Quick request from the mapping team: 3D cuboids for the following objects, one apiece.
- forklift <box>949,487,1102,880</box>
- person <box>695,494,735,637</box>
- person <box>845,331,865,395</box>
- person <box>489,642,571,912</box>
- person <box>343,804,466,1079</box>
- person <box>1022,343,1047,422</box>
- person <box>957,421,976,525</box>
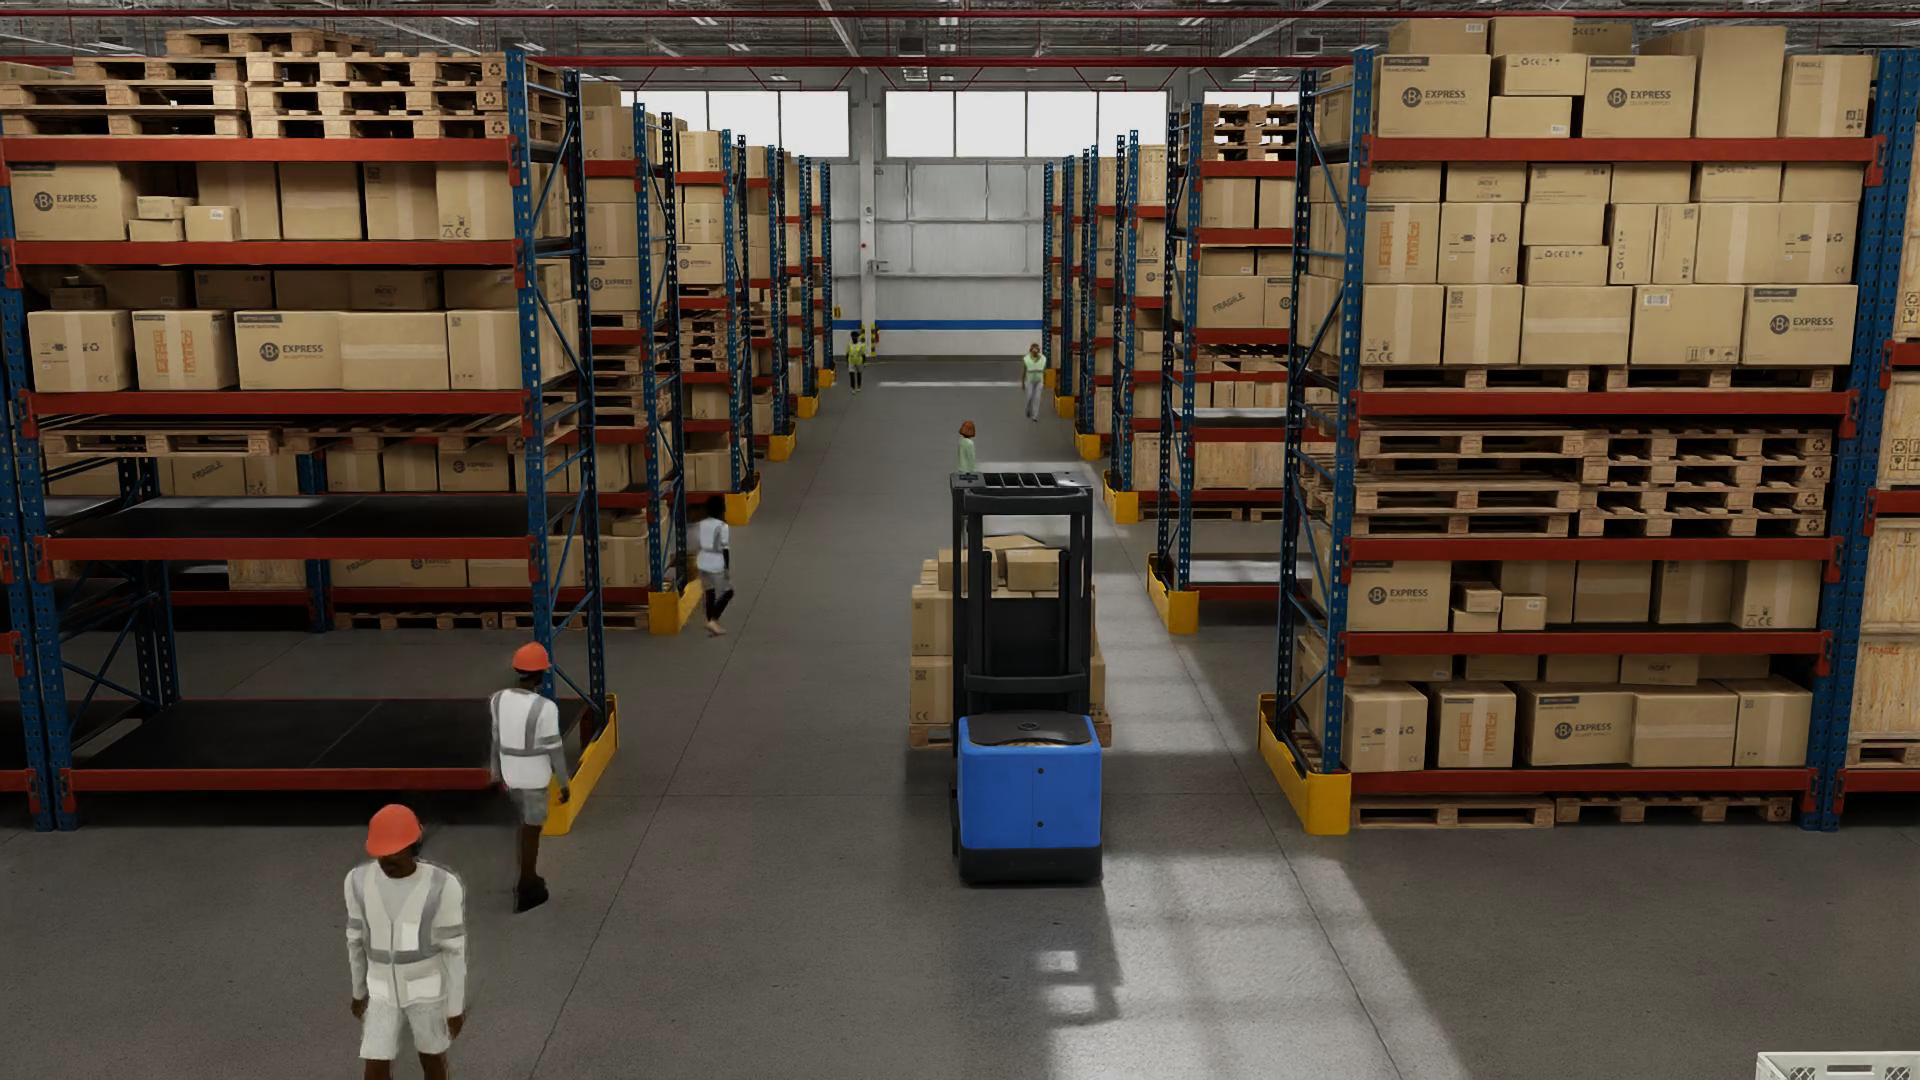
[{"bbox_3d":[0.495,0.986,12.813,1.129,2.768,1.873,0,11,-2],"label":"forklift"},{"bbox_3d":[-2.822,0.304,19.161,0.540,1.676,0.367,8,14,36],"label":"person"},{"bbox_3d":[-2.764,-4.702,44.019,0.532,1.665,0.793,0,11,0],"label":"person"},{"bbox_3d":[-3.031,1.663,11.844,0.589,1.914,0.587,6,13,27],"label":"person"},{"bbox_3d":[-2.817,2.314,8.364,0.646,2.020,0.720,1,11,3],"label":"person"},{"bbox_3d":[1.723,-3.645,38.405,0.562,1.824,0.472,-1,11,-5],"label":"person"},{"bbox_3d":[0.116,-1.053,26.021,0.284,1.634,0.498,-4,12,-21],"label":"person"}]
